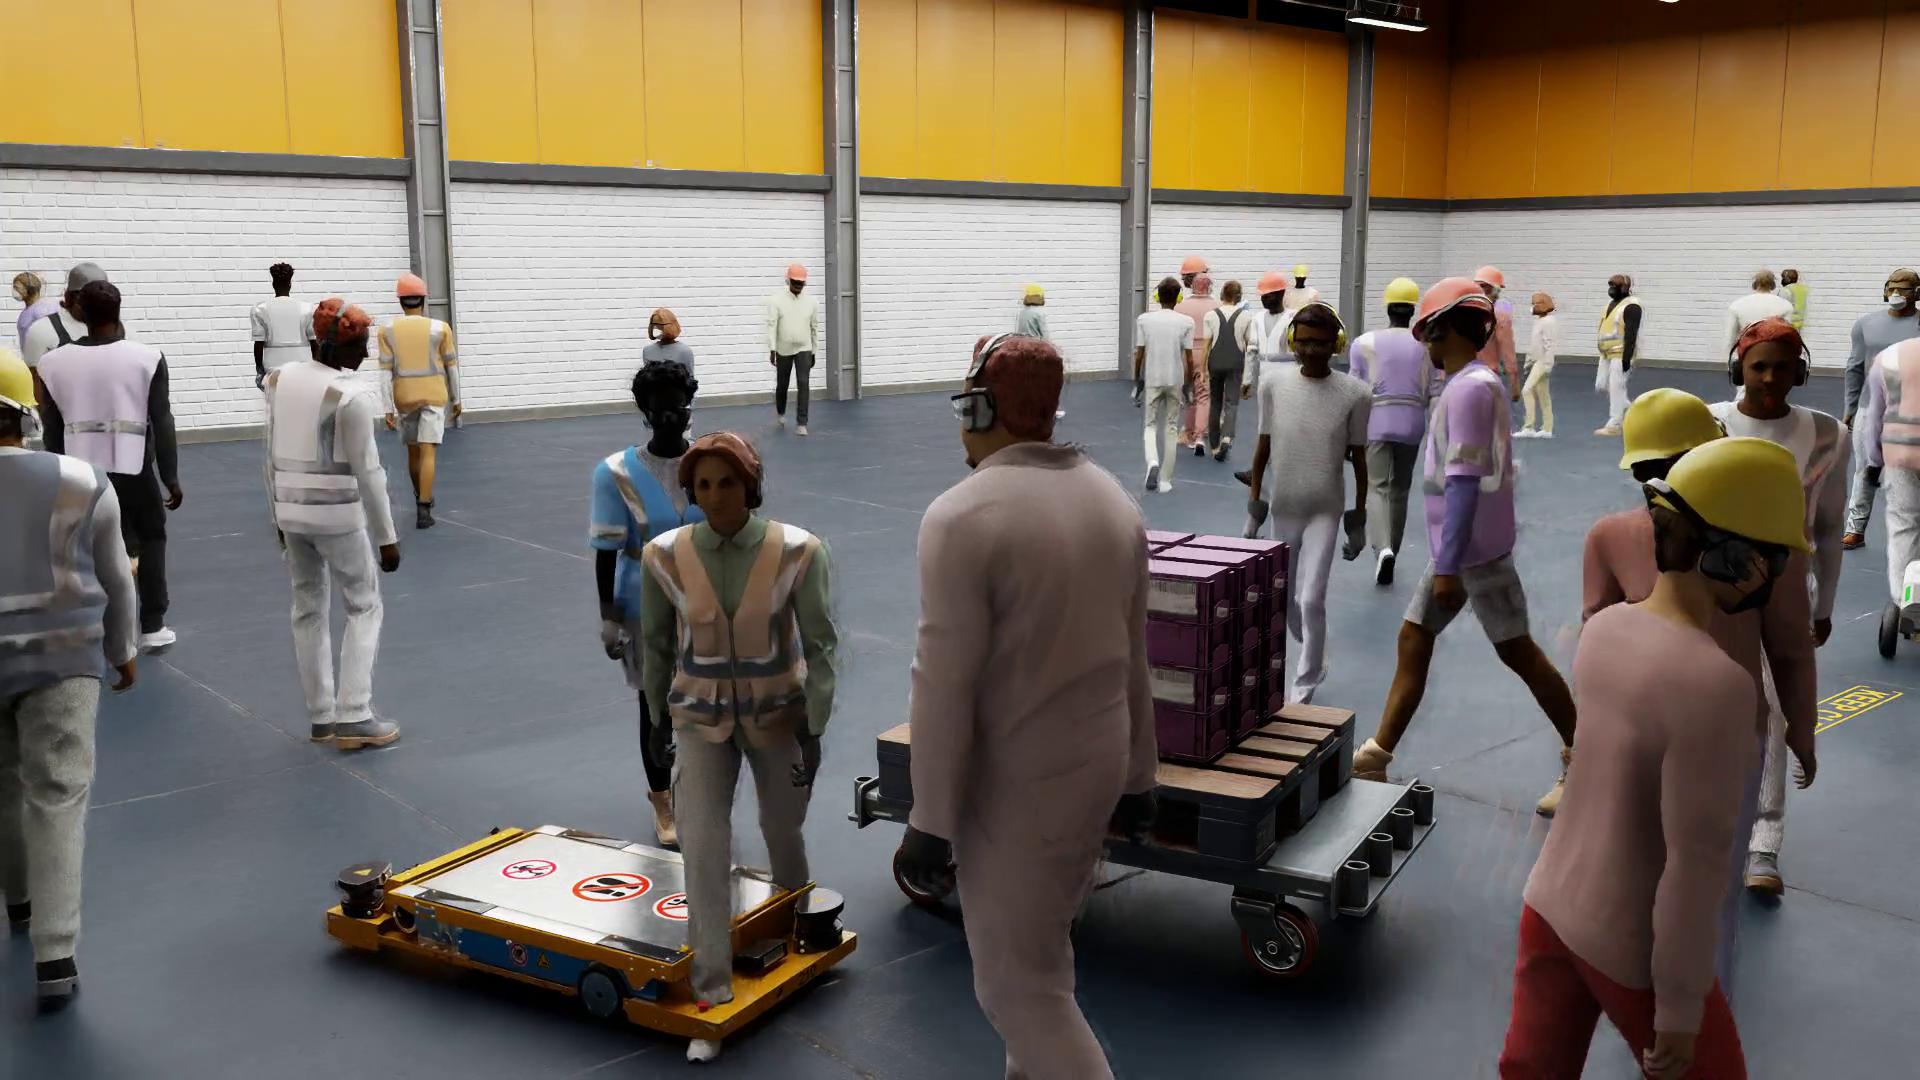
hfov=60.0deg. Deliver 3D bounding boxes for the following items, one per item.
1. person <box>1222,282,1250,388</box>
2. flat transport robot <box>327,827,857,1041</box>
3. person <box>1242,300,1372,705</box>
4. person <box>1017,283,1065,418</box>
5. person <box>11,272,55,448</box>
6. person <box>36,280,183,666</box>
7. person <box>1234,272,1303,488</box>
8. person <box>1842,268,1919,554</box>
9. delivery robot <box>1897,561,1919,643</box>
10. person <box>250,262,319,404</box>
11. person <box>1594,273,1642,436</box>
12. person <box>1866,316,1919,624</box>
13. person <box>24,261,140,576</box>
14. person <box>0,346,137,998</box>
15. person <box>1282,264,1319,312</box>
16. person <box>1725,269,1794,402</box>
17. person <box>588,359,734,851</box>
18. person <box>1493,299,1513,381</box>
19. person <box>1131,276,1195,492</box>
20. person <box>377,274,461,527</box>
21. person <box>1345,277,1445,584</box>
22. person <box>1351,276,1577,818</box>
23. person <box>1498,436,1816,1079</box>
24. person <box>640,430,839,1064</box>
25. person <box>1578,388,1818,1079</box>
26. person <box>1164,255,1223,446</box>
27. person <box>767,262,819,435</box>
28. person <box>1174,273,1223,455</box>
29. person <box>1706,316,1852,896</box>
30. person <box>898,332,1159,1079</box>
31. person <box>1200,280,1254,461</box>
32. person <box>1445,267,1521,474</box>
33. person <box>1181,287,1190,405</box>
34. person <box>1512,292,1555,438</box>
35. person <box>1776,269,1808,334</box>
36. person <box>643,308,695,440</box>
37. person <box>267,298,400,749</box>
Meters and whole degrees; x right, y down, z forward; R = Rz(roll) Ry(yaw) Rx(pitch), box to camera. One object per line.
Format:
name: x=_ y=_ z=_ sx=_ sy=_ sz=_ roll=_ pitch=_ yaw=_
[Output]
person: x=4.165 y=-3.103 z=25.279 sx=0.522 sy=1.639 sz=0.306 roll=10 pitch=14 yaw=44
flat transport robot: x=-1.074 y=1.079 z=4.797 sx=1.431 sy=0.197 sz=0.652 roll=5 pitch=11 yaw=29
person: x=1.519 y=-0.122 z=7.270 sx=0.536 sy=1.830 sz=0.797 roll=4 pitch=10 yaw=21
person: x=0.905 y=-2.269 z=20.245 sx=0.917 sy=1.694 sz=0.491 roll=-5 pitch=11 yaw=-25
person: x=-8.683 y=-1.580 z=15.699 sx=0.646 sy=1.883 sz=1.052 roll=9 pitch=13 yaw=42
person: x=-4.233 y=-0.345 z=8.366 sx=0.631 sy=1.895 sz=0.693 roll=-2 pitch=10 yaw=-14
person: x=2.692 y=-1.368 z=14.408 sx=1.020 sy=1.875 sz=0.543 roll=-7 pitch=12 yaw=-35
person: x=6.344 y=-0.869 z=11.324 sx=0.627 sy=1.941 sz=0.372 roll=9 pitch=13 yaw=43
delivery robot: x=4.990 y=0.265 z=8.457 sx=0.477 sy=0.478 sz=0.707 roll=6 pitch=11 yaw=30
person: x=-6.311 y=-1.615 z=15.616 sx=0.607 sy=1.966 sz=0.367 roll=-5 pitch=11 yaw=-26
person: x=7.446 y=-2.080 z=18.734 sx=0.532 sy=1.831 sz=0.629 roll=-1 pitch=10 yaw=-7
person: x=5.275 y=-0.428 z=9.061 sx=0.652 sy=1.829 sz=0.438 roll=9 pitch=13 yaw=41
person: x=-5.589 y=-0.808 z=10.668 sx=0.685 sy=2.000 sz=0.964 roll=-8 pitch=12 yaw=-39
person: x=-2.651 y=0.346 z=4.697 sx=0.595 sy=1.783 sz=0.956 roll=-4 pitch=11 yaw=-23
person: x=5.133 y=-3.220 z=25.173 sx=0.597 sy=1.905 sz=0.791 roll=4 pitch=11 yaw=24
person: x=8.555 y=-1.954 z=17.873 sx=0.652 sy=1.887 sz=1.047 roll=6 pitch=11 yaw=30
person: x=-0.959 y=0.238 z=5.575 sx=0.557 sy=1.677 sz=0.460 roll=-4 pitch=10 yaw=-22
person: x=5.529 y=-1.872 z=17.482 sx=0.564 sy=1.841 sz=0.395 roll=-3 pitch=10 yaw=-16
person: x=1.722 y=-1.302 z=14.123 sx=0.546 sy=1.849 sz=0.530 roll=2 pitch=10 yaw=11
person: x=-4.106 y=-1.069 z=12.670 sx=0.549 sy=1.886 sz=0.979 roll=-1 pitch=10 yaw=-4
person: x=2.715 y=-0.688 z=10.401 sx=0.594 sy=1.896 sz=0.876 roll=1 pitch=10 yaw=7
person: x=1.898 y=0.025 z=6.083 sx=1.092 sy=1.956 sz=0.724 roll=2 pitch=10 yaw=13
person: x=1.224 y=0.681 z=2.856 sx=0.814 sy=1.714 sz=0.547 roll=-2 pitch=10 yaw=-9
person: x=-0.582 y=0.484 z=4.473 sx=0.534 sy=1.590 sz=0.825 roll=0 pitch=10 yaw=-2
person: x=1.827 y=0.472 z=4.165 sx=0.566 sy=1.695 sz=0.893 roll=7 pitch=12 yaw=34
person: x=2.488 y=-1.999 z=17.668 sx=0.564 sy=2.026 sz=0.622 roll=4 pitch=11 yaw=23
person: x=-1.918 y=-2.193 z=19.036 sx=0.613 sy=1.959 sz=0.854 roll=-2 pitch=10 yaw=-12
person: x=2.454 y=-1.816 z=17.120 sx=0.652 sy=1.863 sz=0.966 roll=3 pitch=10 yaw=15
person: x=2.607 y=0.180 z=5.511 sx=0.565 sy=1.831 sz=0.980 roll=4 pitch=10 yaw=21
person: x=0.230 y=0.518 z=3.429 sx=0.683 sy=1.872 sz=0.662 roll=7 pitch=12 yaw=37
person: x=2.639 y=-1.678 z=16.516 sx=0.513 sy=1.801 sz=0.829 roll=3 pitch=10 yaw=16
person: x=4.631 y=-1.424 z=14.618 sx=1.076 sy=1.922 sz=0.657 roll=-5 pitch=11 yaw=-28
person: x=3.176 y=-2.717 z=22.363 sx=0.310 sy=1.864 sz=0.532 roll=-1 pitch=10 yaw=-8
person: x=6.360 y=-1.933 z=18.486 sx=0.596 sy=1.611 sz=0.539 roll=1 pitch=10 yaw=8
person: x=13.060 y=-3.358 z=26.239 sx=0.656 sy=1.825 sz=0.440 roll=-5 pitch=11 yaw=-27
person: x=-2.265 y=-0.989 z=12.955 sx=0.497 sy=1.626 sz=0.288 roll=5 pitch=11 yaw=29
person: x=-2.601 y=-0.056 z=6.833 sx=0.619 sy=1.860 sz=0.410 roll=4 pitch=11 yaw=24
